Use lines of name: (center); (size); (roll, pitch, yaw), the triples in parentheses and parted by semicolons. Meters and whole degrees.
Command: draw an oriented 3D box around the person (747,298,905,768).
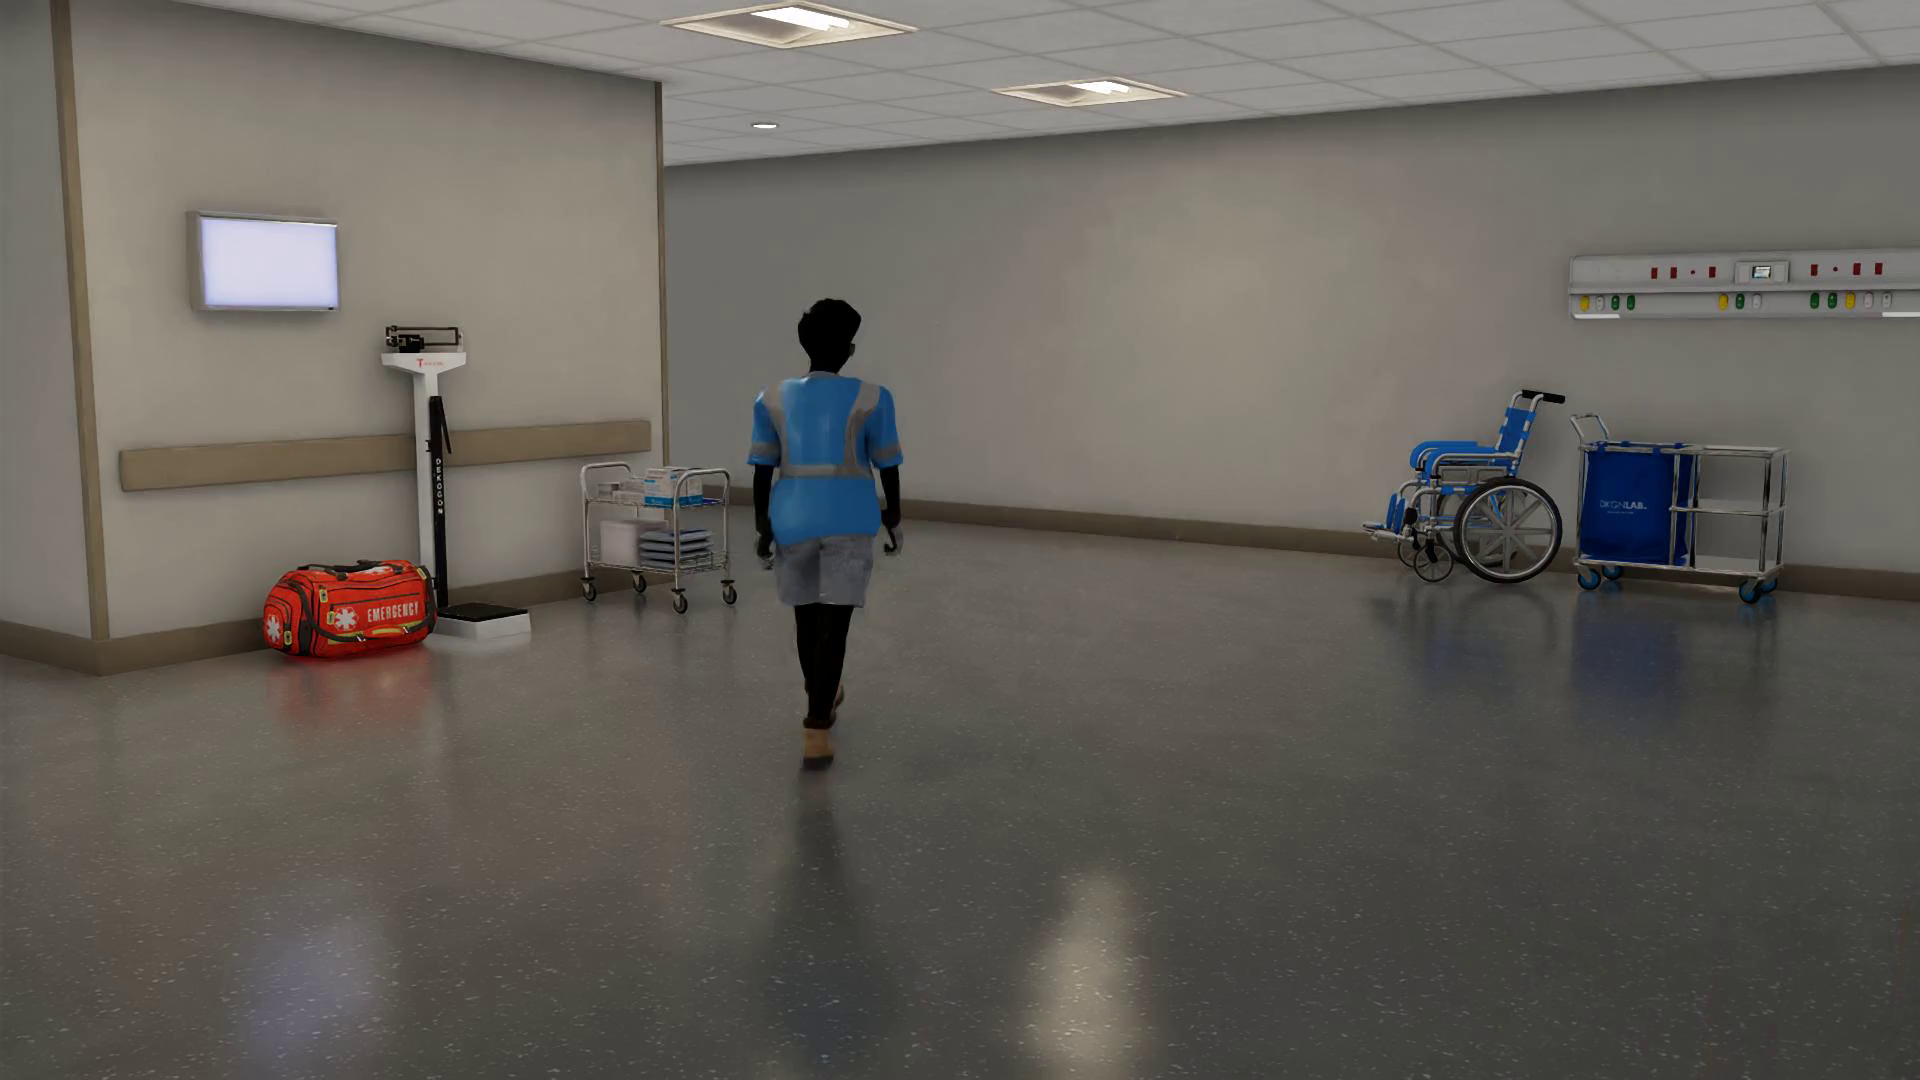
person: (-0.472, -0.047, 6.073); (0.547, 1.650, 0.879); (1, 7, 11)
